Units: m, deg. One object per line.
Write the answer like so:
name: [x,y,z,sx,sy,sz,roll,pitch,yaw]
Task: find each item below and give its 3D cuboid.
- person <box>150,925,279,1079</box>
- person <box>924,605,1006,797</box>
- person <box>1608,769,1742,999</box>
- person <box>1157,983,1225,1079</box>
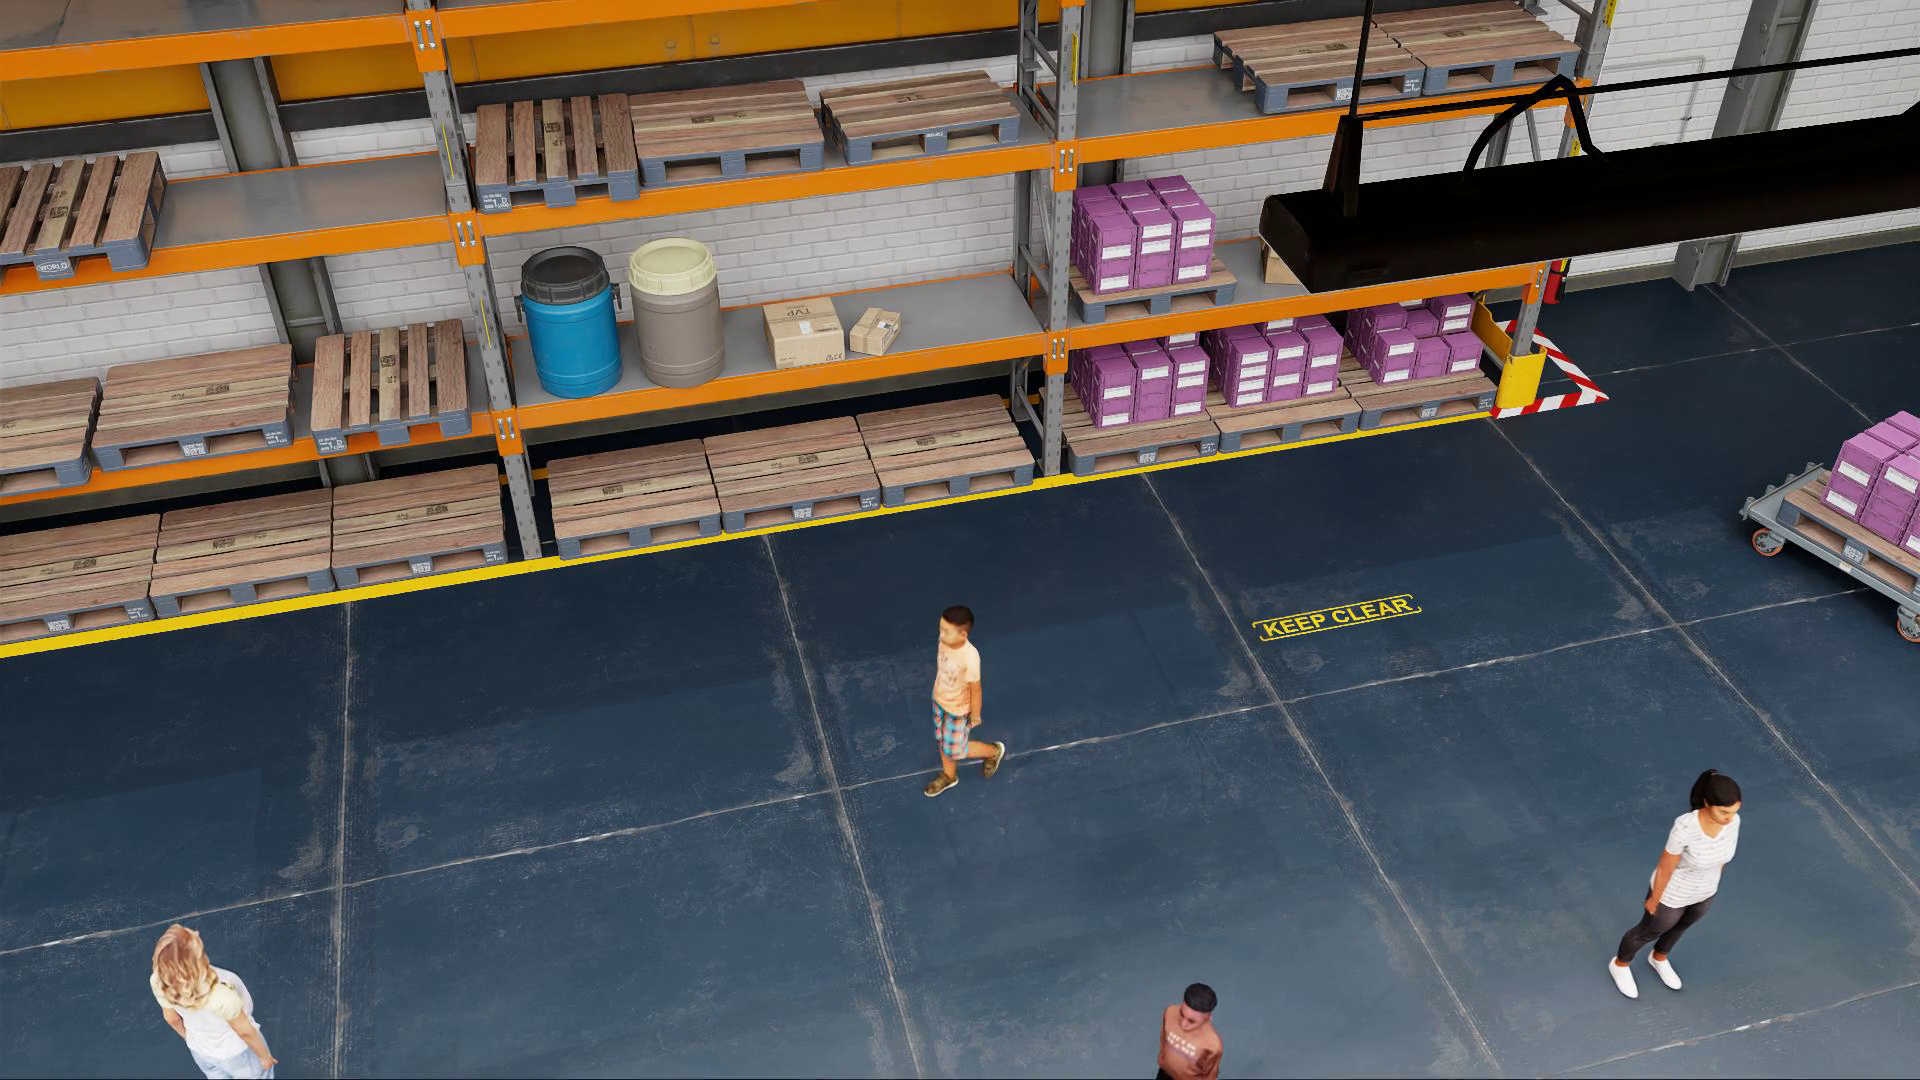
person: [-3.519,2.437,7.974,0.652,1.723,0.770,8,39,10]
person: [0.019,0.956,10.048,0.822,1.449,0.668,-23,44,-26]
person: [3.818,1.826,8.807,0.470,1.638,0.628,-12,40,-15]
person: [1.170,2.577,8.193,0.788,1.230,0.913,28,46,31]
